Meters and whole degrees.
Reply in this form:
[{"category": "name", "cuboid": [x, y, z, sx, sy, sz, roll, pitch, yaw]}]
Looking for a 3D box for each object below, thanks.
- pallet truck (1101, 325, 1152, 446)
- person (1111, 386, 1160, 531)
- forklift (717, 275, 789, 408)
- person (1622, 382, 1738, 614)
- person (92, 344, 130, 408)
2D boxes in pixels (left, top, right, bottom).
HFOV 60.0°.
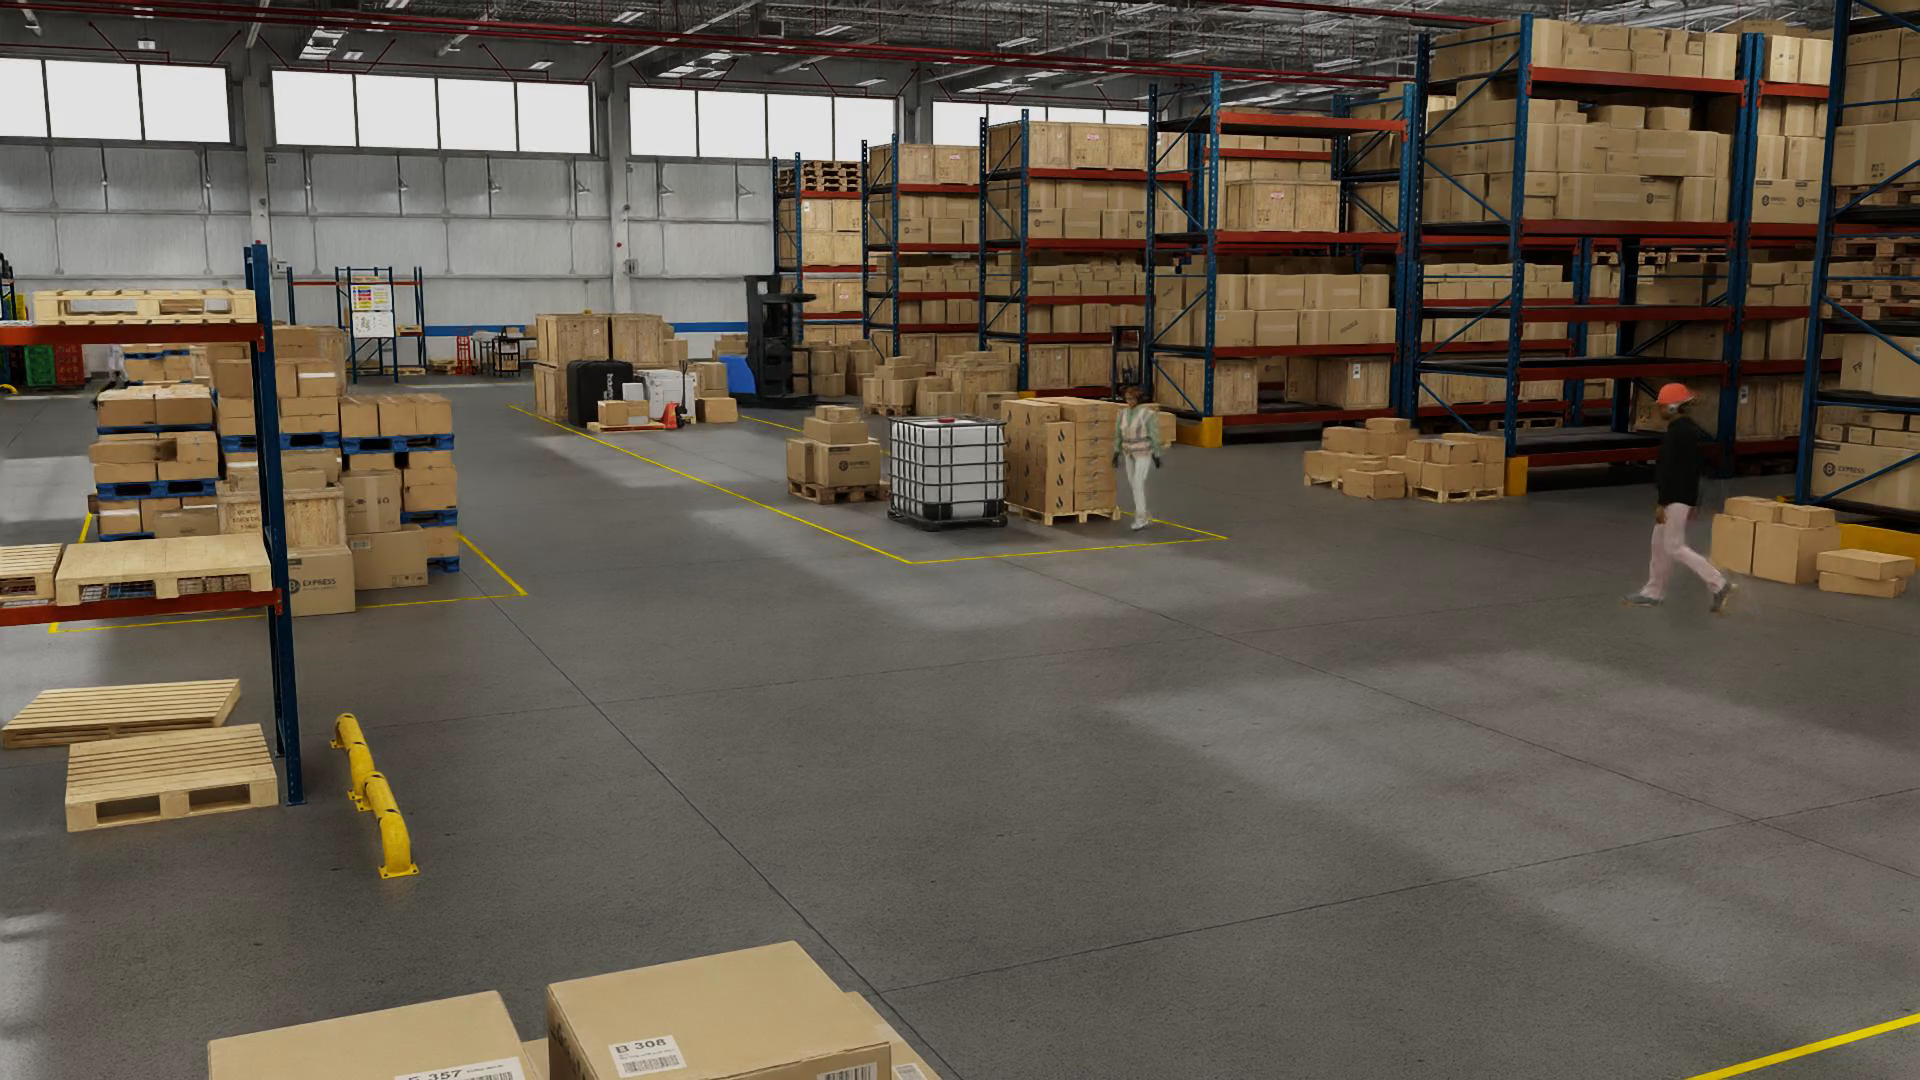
[{"category": "pallet truck", "cuboid": [2.881, -2.596, 27.923, 0.823, 1.965, 1.885, -1, 9, -7]}, {"category": "person", "cuboid": [1.945, -0.916, 18.692, 0.578, 1.619, 0.520, -9, 13, -43]}, {"category": "forklift", "cuboid": [-4.217, -4.290, 35.700, 1.873, 2.768, 1.129, 5, 10, 29]}, {"category": "person", "cuboid": [6.141, -0.347, 14.068, 0.856, 1.971, 0.626, 6, 11, 33]}, {"category": "person", "cuboid": [-17.709, -3.652, 34.776, 0.552, 1.908, 0.890, 9, 13, 44]}]
